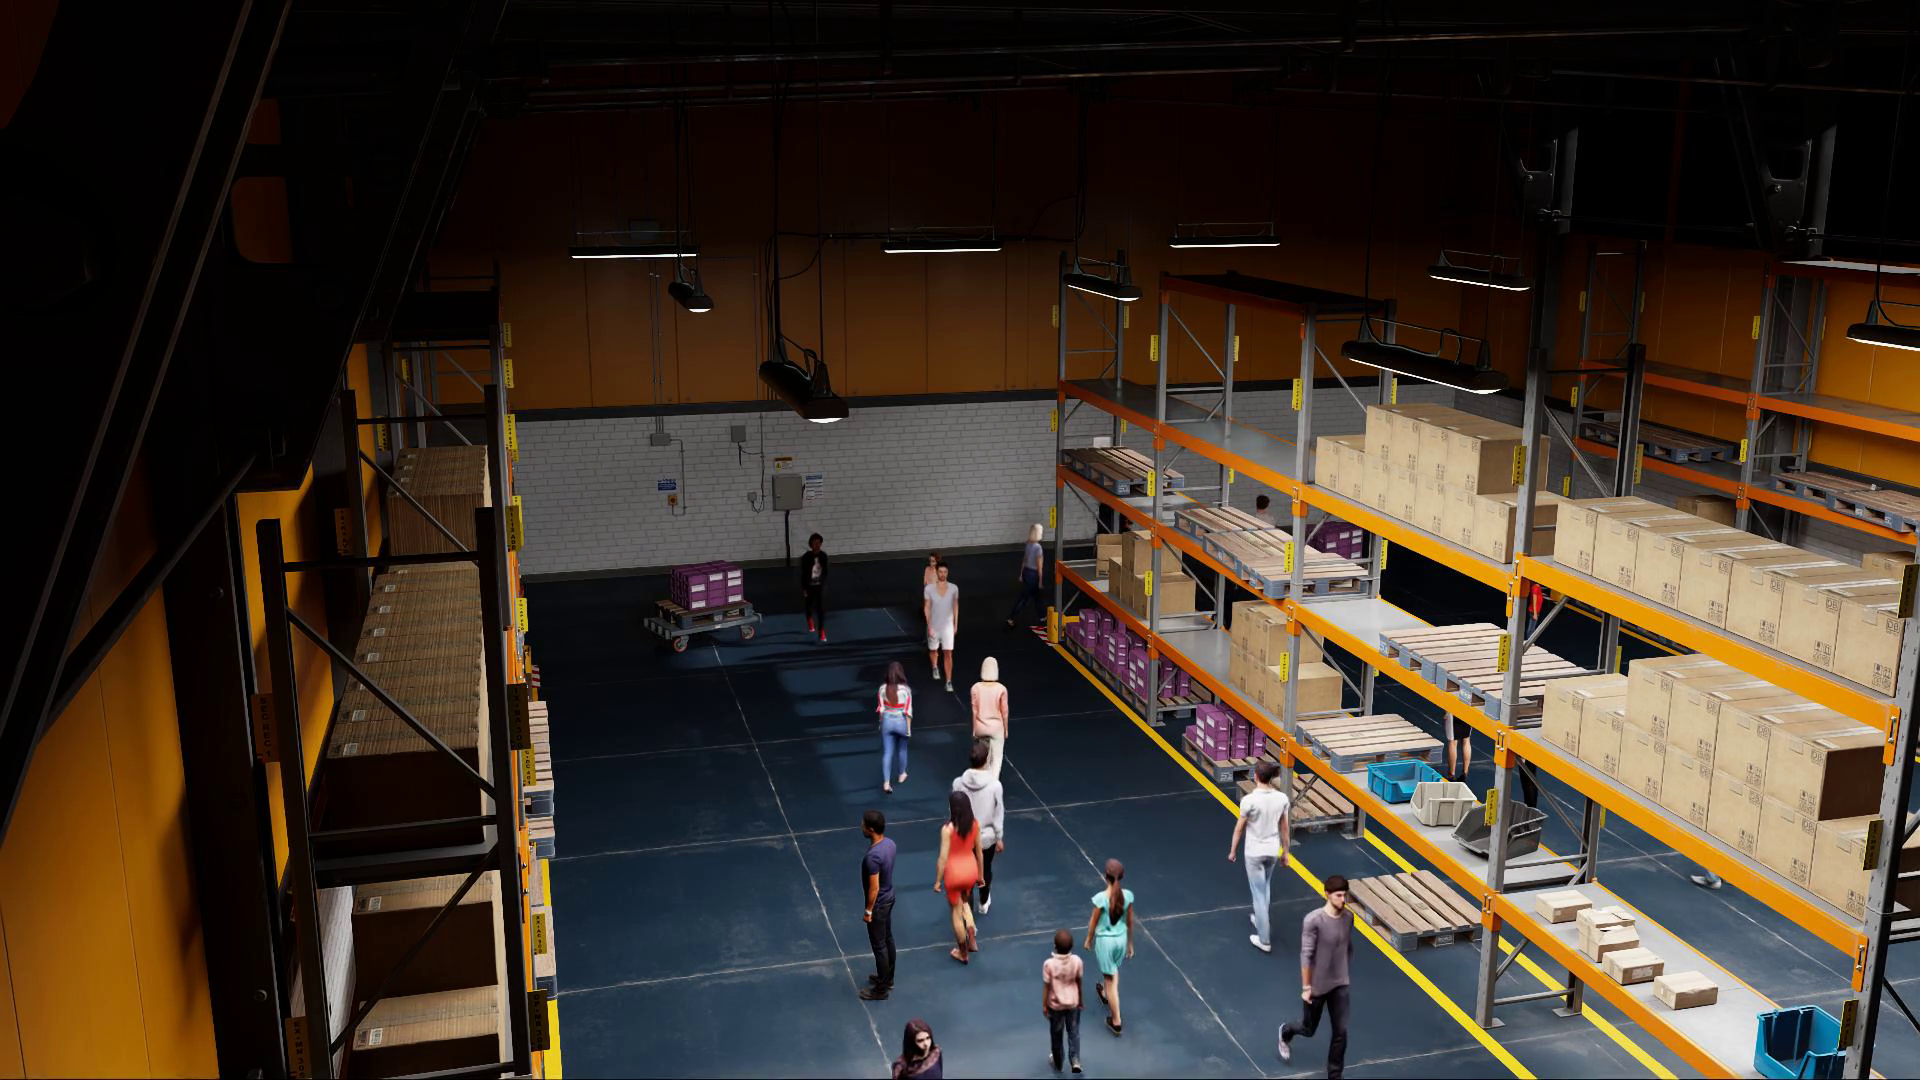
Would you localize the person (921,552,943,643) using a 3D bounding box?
[{"bbox_3d":[-0.363,0.885,25.643,0.630,1.469,0.728,13,19,43],"label":"person"}]

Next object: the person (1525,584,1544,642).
[{"bbox_3d":[8.687,1.075,25.194,0.634,1.310,0.566,6,15,22],"label":"person"}]

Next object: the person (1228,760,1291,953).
[{"bbox_3d":[2.941,3.054,15.924,0.726,1.826,0.894,-6,15,-22],"label":"person"}]

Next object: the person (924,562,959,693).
[{"bbox_3d":[-0.310,1.197,23.635,0.785,1.808,1.242,-2,14,-7],"label":"person"}]

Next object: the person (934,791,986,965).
[{"bbox_3d":[0.050,3.198,15.582,0.703,1.708,0.702,-9,16,-33],"label":"person"}]

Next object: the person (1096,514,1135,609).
[{"bbox_3d":[2.621,0.379,27.168,0.954,1.733,1.142,1,14,4],"label":"person"}]

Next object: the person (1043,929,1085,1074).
[{"bbox_3d":[0.875,3.847,13.765,0.517,1.301,0.678,-3,14,-12],"label":"person"}]

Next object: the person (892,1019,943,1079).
[{"bbox_3d":[-0.308,4.145,11.907,0.781,1.596,0.885,-12,18,-40],"label":"person"}]

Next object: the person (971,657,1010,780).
[{"bbox_3d":[0.336,2.239,19.541,0.853,1.708,1.057,2,14,10],"label":"person"}]

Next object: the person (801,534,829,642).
[{"bbox_3d":[-2.296,0.716,25.983,0.580,1.637,1.075,-4,14,-14],"label":"person"}]

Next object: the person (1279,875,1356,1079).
[{"bbox_3d":[2.953,3.598,13.672,0.758,1.829,1.066,-5,15,-21],"label":"person"}]

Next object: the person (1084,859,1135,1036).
[{"bbox_3d":[1.347,3.554,14.485,0.611,1.533,0.949,-5,15,-22],"label":"person"}]

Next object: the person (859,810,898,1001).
[{"bbox_3d":[-0.727,3.282,15.065,0.779,1.787,0.655,4,14,16],"label":"person"}]

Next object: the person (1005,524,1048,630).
[{"bbox_3d":[1.053,0.612,26.322,0.824,1.680,1.144,-7,15,-25],"label":"person"}]

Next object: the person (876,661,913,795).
[{"bbox_3d":[-0.796,2.252,19.762,0.885,1.579,1.128,2,14,8],"label":"person"}]

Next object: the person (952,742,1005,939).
[{"bbox_3d":[0.149,2.950,16.231,0.979,1.885,1.299,1,14,6],"label":"person"}]
